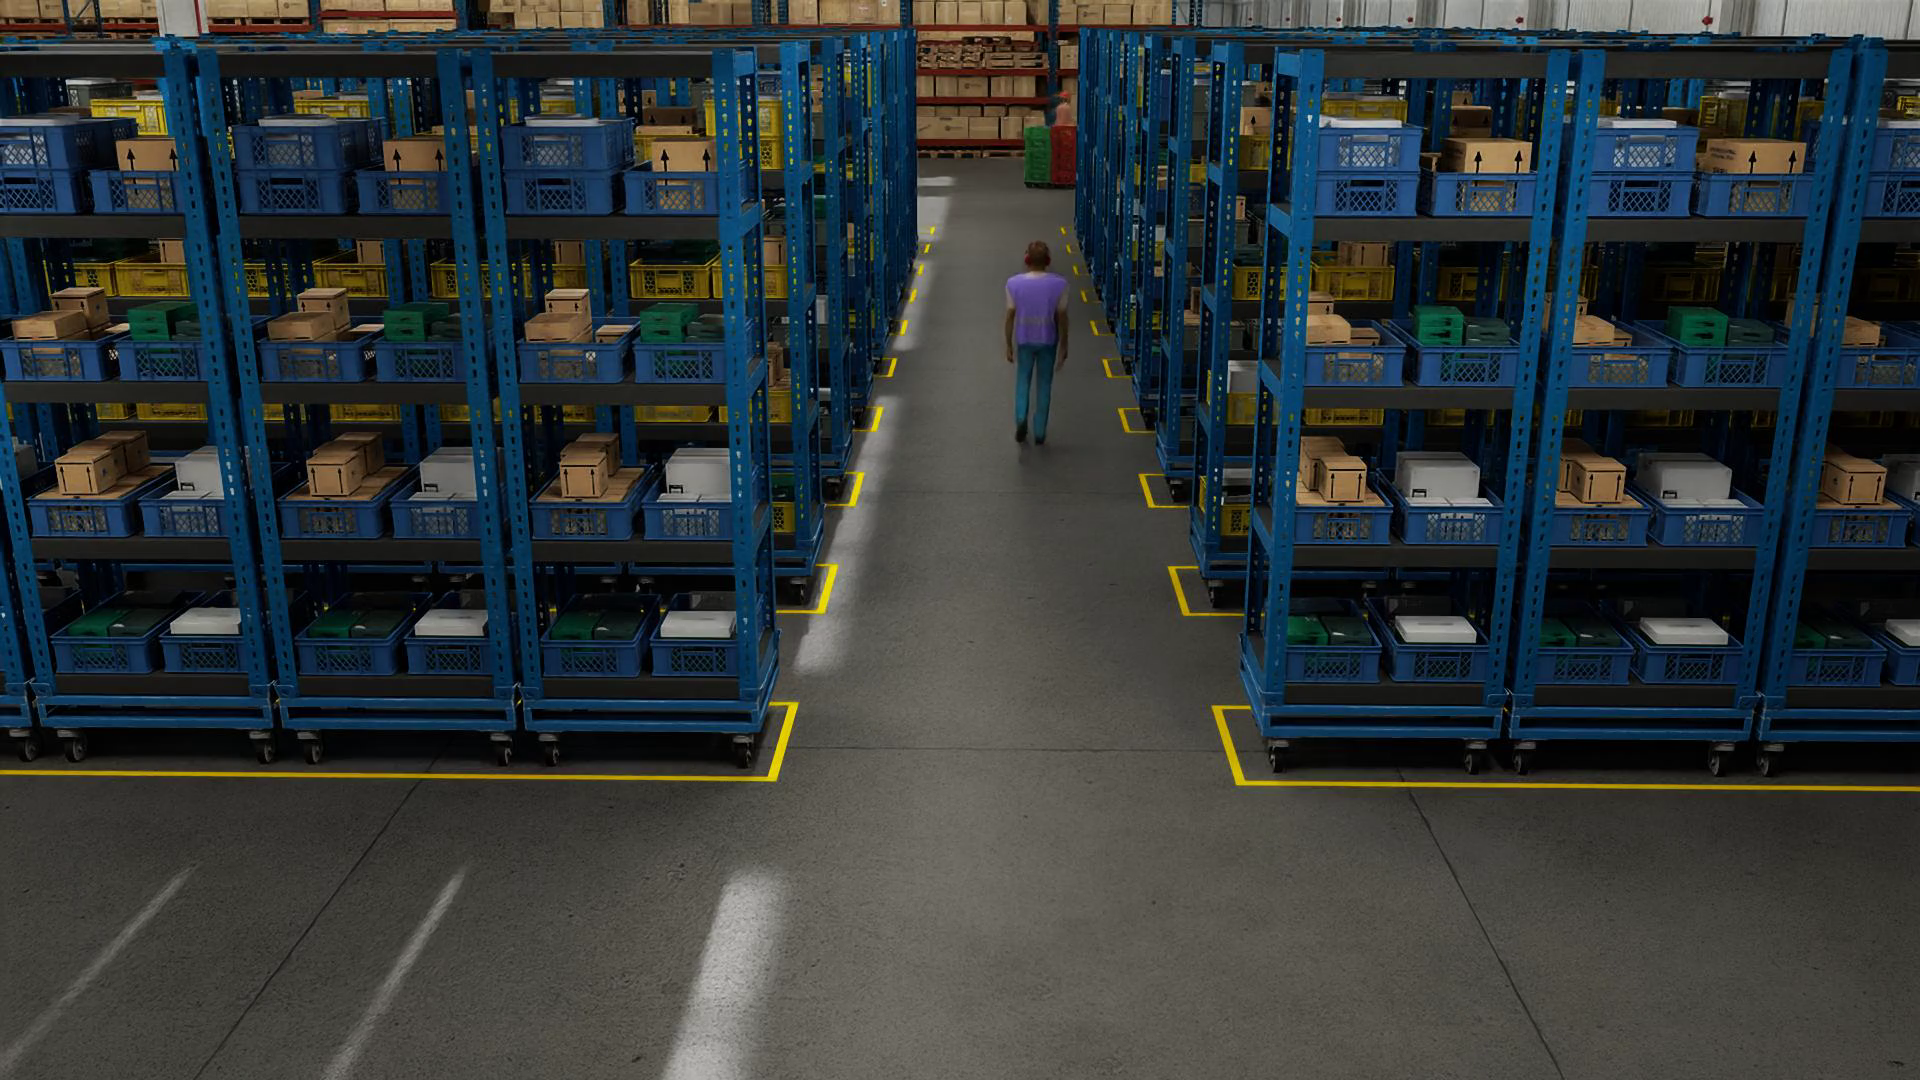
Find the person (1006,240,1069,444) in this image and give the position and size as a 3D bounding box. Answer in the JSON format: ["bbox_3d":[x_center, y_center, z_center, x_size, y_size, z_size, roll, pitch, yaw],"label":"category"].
[{"bbox_3d":[0.711,-1.795,15.100,0.566,1.827,0.574,3,18,8],"label":"person"}]

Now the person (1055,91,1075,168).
[{"bbox_3d":[2.723,-10.362,42.141,0.527,1.975,0.635,-8,19,-25],"label":"person"}]

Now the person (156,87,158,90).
[{"bbox_3d":[-26.006,-13.967,54.130,0.532,1.678,0.449,7,19,22],"label":"person"}]
